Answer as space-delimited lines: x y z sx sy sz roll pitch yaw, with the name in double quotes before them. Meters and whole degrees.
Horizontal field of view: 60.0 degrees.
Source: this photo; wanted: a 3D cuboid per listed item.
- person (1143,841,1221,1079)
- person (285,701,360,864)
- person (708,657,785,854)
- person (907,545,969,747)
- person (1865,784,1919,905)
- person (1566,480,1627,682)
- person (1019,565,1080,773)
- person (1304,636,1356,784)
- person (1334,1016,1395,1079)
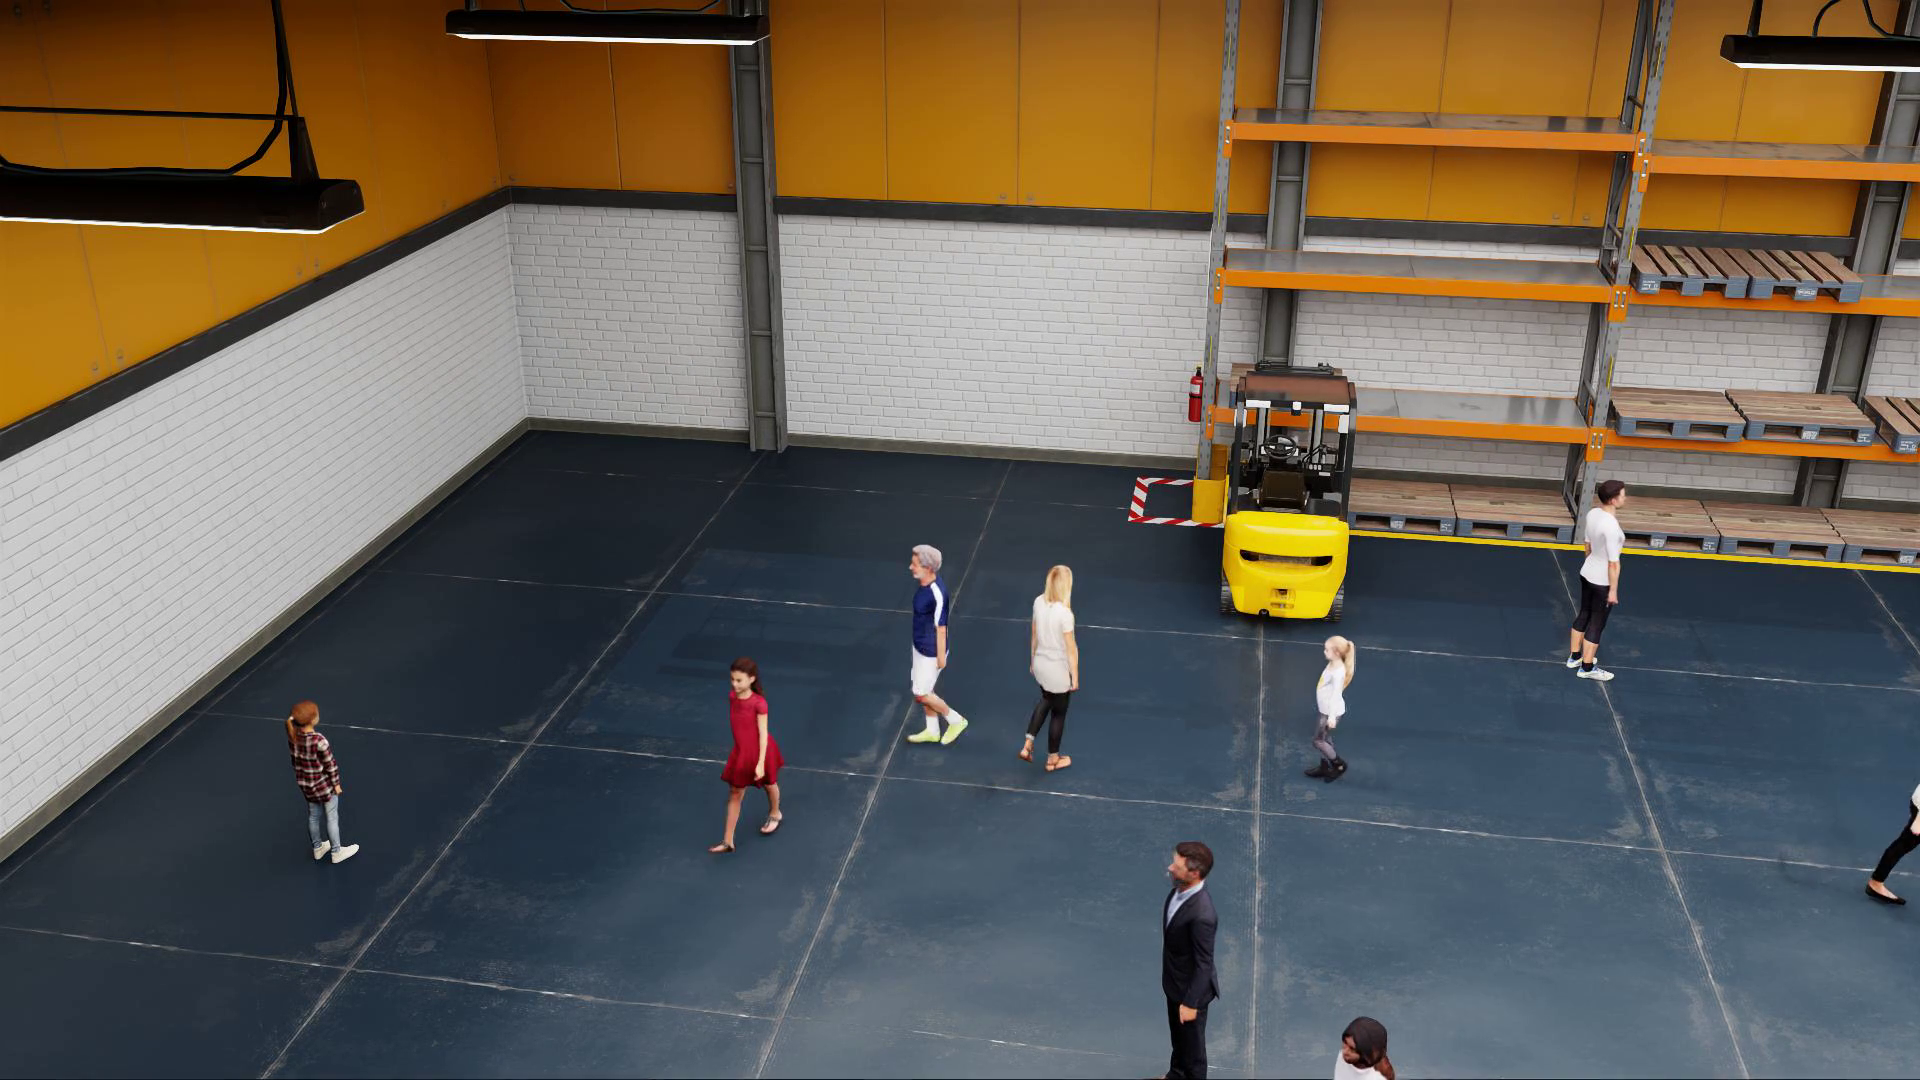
"person" 1.309 2.545 9.629 0.706 1.868 0.708 -4 24 -10
"person" -4.694 1.755 12.138 0.509 1.305 0.638 10 25 21
"person" -1.491 1.547 12.354 1.010 1.513 0.818 11 26 24
"person" -0.167 0.866 13.524 0.848 1.824 0.783 -6 24 -13
"person" 6.614 1.829 11.490 1.050 1.689 0.889 18 29 35
"person" 5.647 0.333 14.710 0.667 1.851 0.729 -2 24 -5
"person" 0.667 1.057 13.100 0.877 1.814 0.827 -22 32 -40
"person" 2.986 1.345 13.117 0.562 1.272 0.516 2 24 5
"person" 2.109 3.136 8.518 1.219 1.674 0.940 -6 24 -14
